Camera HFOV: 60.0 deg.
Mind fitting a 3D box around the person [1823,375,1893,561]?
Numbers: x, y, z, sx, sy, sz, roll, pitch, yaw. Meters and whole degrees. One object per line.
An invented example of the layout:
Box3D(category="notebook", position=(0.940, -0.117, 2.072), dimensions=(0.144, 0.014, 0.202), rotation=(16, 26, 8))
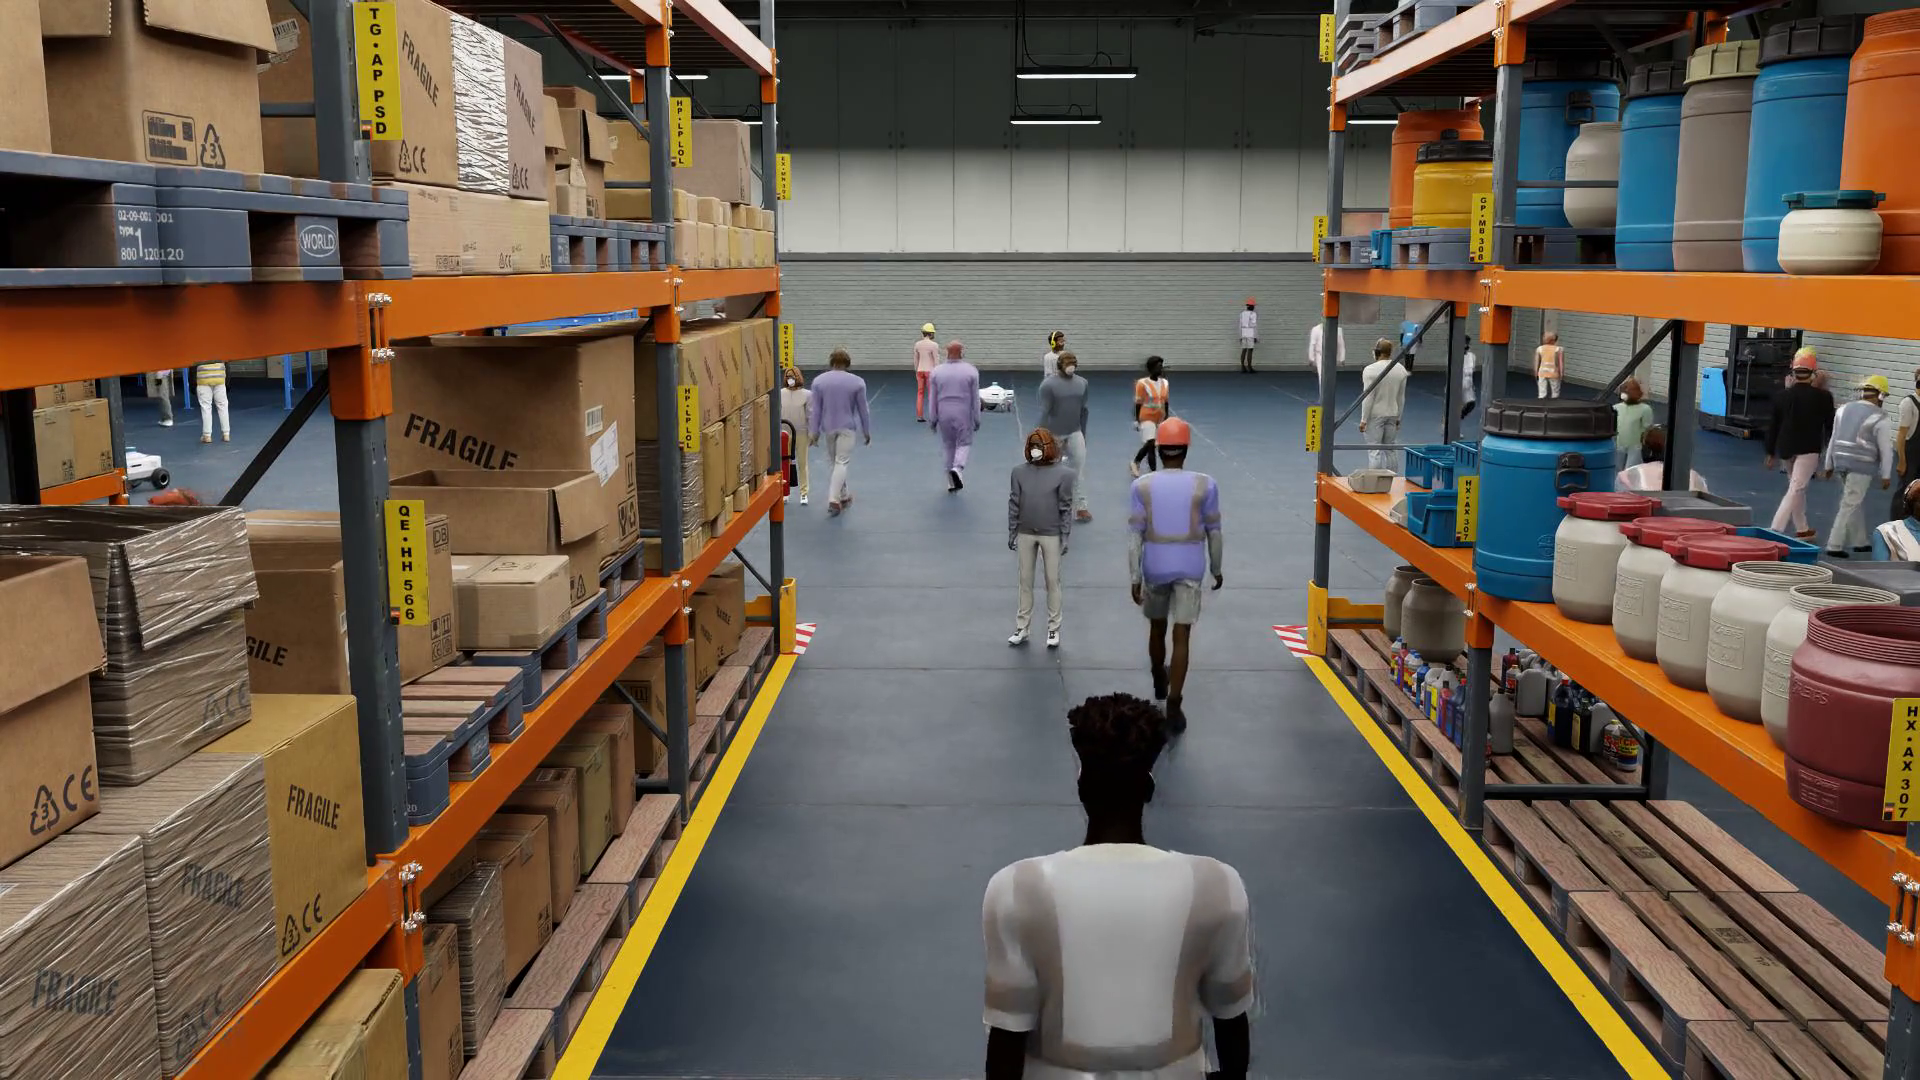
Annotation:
Box3D(category="person", position=(8.652, -0.683, 15.909), dimensions=(0.816, 1.783, 0.609), rotation=(-3, 10, -16))

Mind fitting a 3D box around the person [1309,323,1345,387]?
Box3D(category="person", position=(7.371, -3.612, 33.193), dimensions=(0.679, 1.860, 0.952), rotation=(-1, 10, -9))

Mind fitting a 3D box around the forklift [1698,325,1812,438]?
Box3D(category="forklift", position=(13.248, -3.165, 27.620), dimensions=(1.129, 2.768, 1.873), rotation=(0, 9, 1))

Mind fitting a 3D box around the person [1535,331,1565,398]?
Box3D(category="person", position=(10.618, -2.937, 29.893), dimensions=(0.546, 1.606, 0.745), rotation=(6, 11, 34))

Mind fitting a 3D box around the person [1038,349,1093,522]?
Box3D(category="person", position=(1.162, -1.195, 18.667), dimensions=(0.646, 1.894, 0.991), rotation=(-4, 10, -20))

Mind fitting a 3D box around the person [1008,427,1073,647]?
Box3D(category="person", position=(0.592, -0.027, 12.427), dimensions=(0.497, 1.633, 0.285), rotation=(4, 10, 20))

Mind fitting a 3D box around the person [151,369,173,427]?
Box3D(category="person", position=(-14.006, -2.916, 29.019), dimensions=(0.385, 1.879, 0.739), rotation=(-8, 12, -40))

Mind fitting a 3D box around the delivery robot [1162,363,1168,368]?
Box3D(category="delivery robot", position=(4.761, -4.242, 39.970), dimensions=(0.335, 0.223, 0.699), rotation=(6, 12, 34))

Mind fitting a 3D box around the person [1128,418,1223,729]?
Box3D(category="person", position=(1.353, 0.177, 10.454), dimensions=(0.567, 1.879, 1.004), rotation=(2, 10, 14))

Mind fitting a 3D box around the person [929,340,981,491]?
Box3D(category="person", position=(-0.071, -1.541, 20.707), dimensions=(0.658, 1.886, 0.526), rotation=(2, 10, 13))

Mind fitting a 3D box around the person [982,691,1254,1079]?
Box3D(category="person", position=(0.360, 1.282, 3.759), dimensions=(0.625, 1.914, 1.022), rotation=(0, 9, -1))

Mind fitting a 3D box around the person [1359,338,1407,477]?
Box3D(category="person", position=(5.118, -1.479, 20.208), dimensions=(0.635, 1.937, 0.359), rotation=(-5, 11, -26))

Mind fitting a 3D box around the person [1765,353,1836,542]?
Box3D(category="person", position=(8.449, -0.906, 16.787), dimensions=(1.040, 1.948, 0.620), rotation=(-6, 11, -33))

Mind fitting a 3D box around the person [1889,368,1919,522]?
Box3D(category="person", position=(9.489, -0.809, 16.508), dimensions=(0.504, 1.841, 0.334), rotation=(-5, 11, -26))

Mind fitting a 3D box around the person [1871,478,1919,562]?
Box3D(category="person", position=(5.444, 0.456, 9.520), dimensions=(0.514, 1.639, 0.307), rotation=(1, 9, 4))

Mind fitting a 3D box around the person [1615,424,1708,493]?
Box3D(category="person", position=(4.410, 0.173, 10.637), dimensions=(0.654, 1.830, 0.445), rotation=(-1, 10, -5))

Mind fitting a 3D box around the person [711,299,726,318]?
Box3D(category="person", position=(-5.540, -4.503, 38.145), dimensions=(0.538, 2.000, 0.689), rotation=(7, 12, 38))

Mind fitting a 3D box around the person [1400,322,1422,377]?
Box3D(category="person", position=(11.376, -4.947, 41.829), dimensions=(0.542, 1.654, 0.827), rotation=(6, 11, 33))

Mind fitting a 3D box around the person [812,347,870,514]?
Box3D(category="person", position=(-1.370, -1.257, 19.057), dimensions=(0.649, 1.891, 1.030), rotation=(2, 10, 13))

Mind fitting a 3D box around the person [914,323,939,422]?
Box3D(category="person", position=(-0.583, -2.996, 29.818), dimensions=(0.526, 1.765, 0.329), rotation=(7, 12, 35))

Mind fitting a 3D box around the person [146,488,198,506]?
Box3D(category="person", position=(-3.440, 0.674, 7.561), dimensions=(0.581, 1.863, 0.813), rotation=(0, 9, 1))

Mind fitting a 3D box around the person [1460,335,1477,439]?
Box3D(category="person", position=(8.146, -2.490, 26.999), dimensions=(0.550, 1.683, 0.366), rotation=(-4, 10, -22))

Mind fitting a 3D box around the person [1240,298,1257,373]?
Box3D(category="person", position=(7.498, -5.297, 43.087), dimensions=(0.373, 1.934, 0.551), rotation=(-6, 11, -34))

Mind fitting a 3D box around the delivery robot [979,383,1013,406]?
Box3D(category="delivery robot", position=(0.672, -2.789, 32.040), dimensions=(0.707, 0.478, 0.477), rotation=(7, 12, 36))

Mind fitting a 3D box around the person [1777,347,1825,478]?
Box3D(category="person", position=(11.263, -1.705, 22.201), dimensions=(0.531, 1.723, 0.896), rotation=(1, 10, 9))

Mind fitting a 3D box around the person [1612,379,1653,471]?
Box3D(category="person", position=(7.222, -0.946, 18.064), dimensions=(0.862, 1.587, 0.522), rotation=(-5, 11, -30))

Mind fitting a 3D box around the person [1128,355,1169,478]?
Box3D(category="person", position=(2.436, -1.574, 21.605), dimensions=(0.540, 1.673, 0.788), rotation=(-7, 12, -36))

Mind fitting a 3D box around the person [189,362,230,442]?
Box3D(category="person", position=(-11.979, -2.489, 26.566), dimensions=(0.623, 1.840, 0.430), rotation=(-7, 12, -38))

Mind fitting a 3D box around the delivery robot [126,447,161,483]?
Box3D(category="delivery robot", position=(-10.381, -0.923, 20.861), dimensions=(0.477, 0.478, 0.707), rotation=(2, 10, 14))

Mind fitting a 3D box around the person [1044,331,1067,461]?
Box3D(category="person", position=(1.369, -2.053, 23.851), dimensions=(0.327, 1.874, 0.521), rotation=(3, 10, 20))

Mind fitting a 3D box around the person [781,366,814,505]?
Box3D(category="person", position=(-1.968, -1.241, 19.694), dimensions=(0.499, 1.634, 0.279), rotation=(1, 10, 8))

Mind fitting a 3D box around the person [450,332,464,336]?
Box3D(category="person", position=(-8.921, -3.026, 29.887), dimensions=(0.421, 1.800, 0.681), rotation=(-1, 10, -6))
